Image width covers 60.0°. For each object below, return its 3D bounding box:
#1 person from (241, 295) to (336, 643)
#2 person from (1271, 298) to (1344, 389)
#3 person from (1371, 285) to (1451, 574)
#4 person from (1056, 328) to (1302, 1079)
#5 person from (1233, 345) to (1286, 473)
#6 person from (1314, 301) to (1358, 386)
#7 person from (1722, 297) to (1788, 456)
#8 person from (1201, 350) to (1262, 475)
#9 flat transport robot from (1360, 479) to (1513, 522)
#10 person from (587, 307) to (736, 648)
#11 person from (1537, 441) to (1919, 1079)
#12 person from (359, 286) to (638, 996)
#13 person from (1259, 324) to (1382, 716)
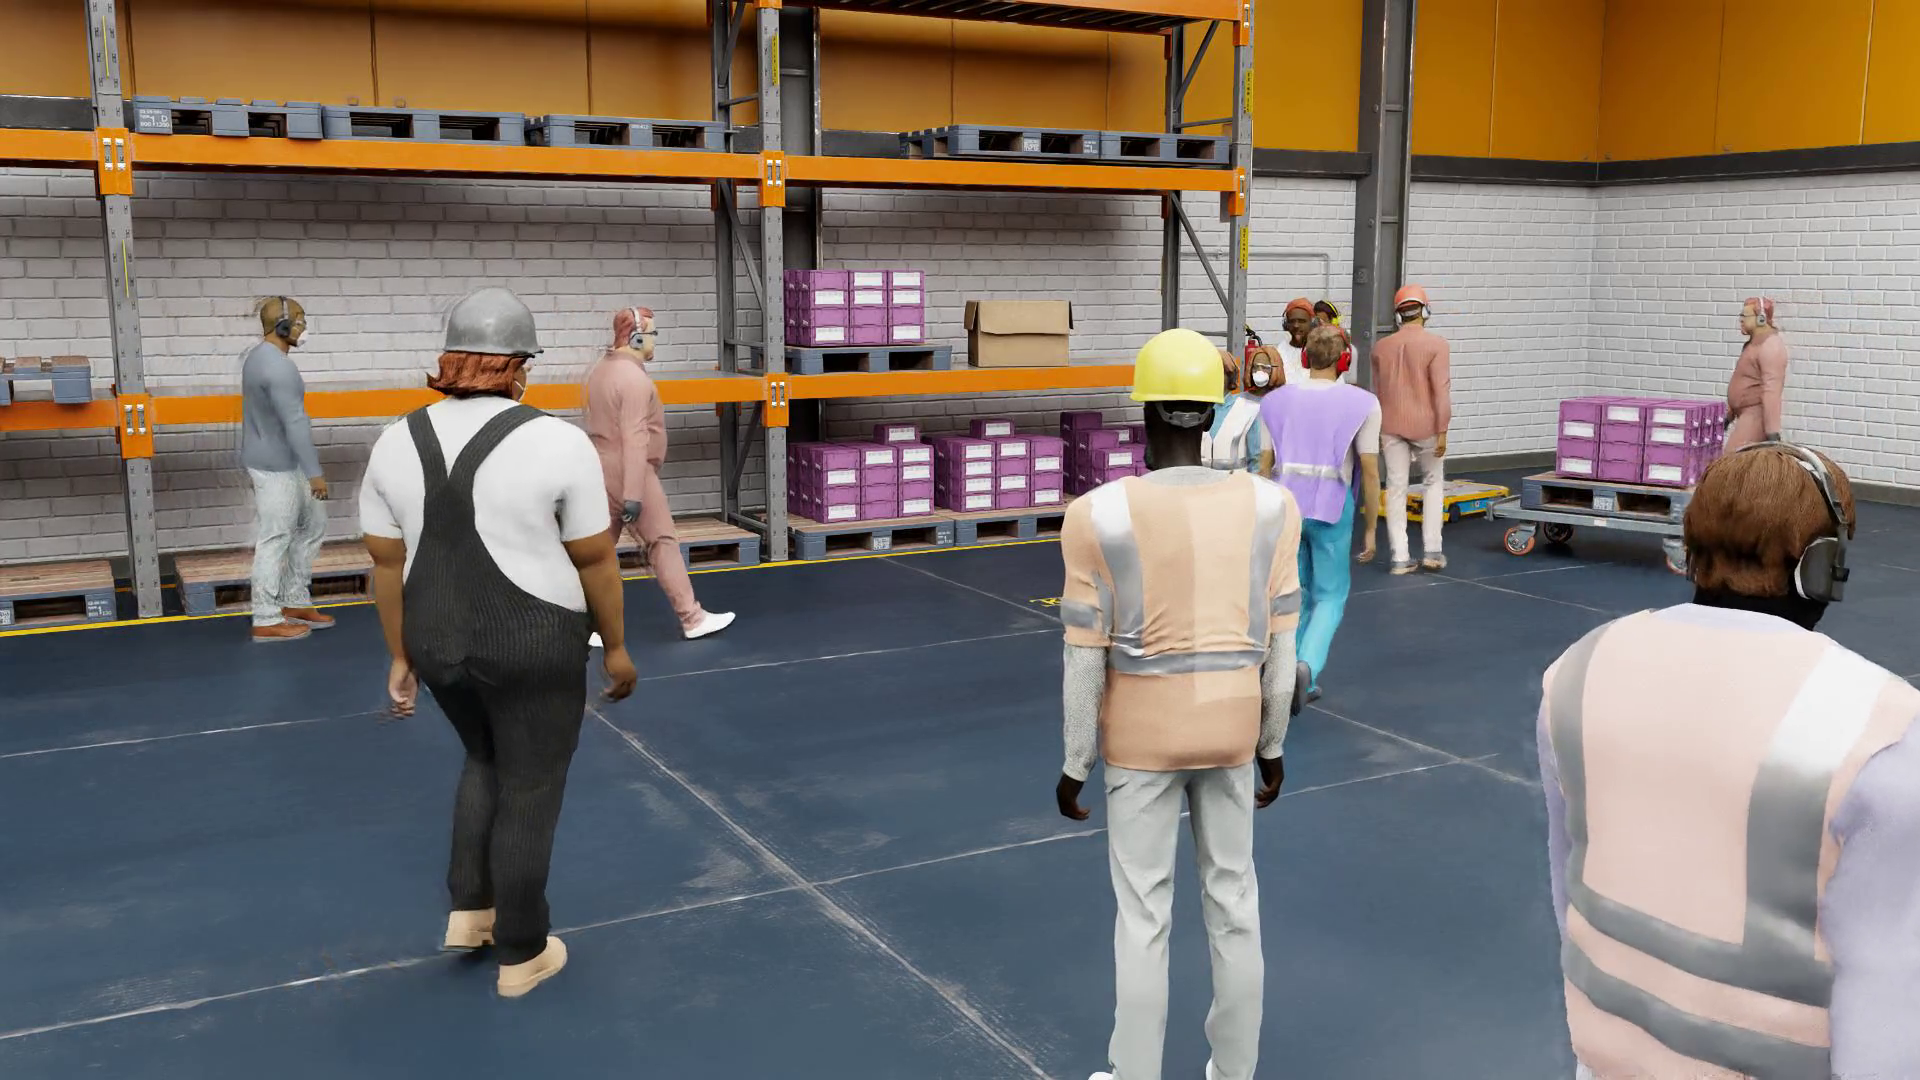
[{"bbox_3d":[-3.698,-0.387,9.215,0.620,1.915,0.630,-5,10,-27],"label":"person"},{"bbox_3d":[2.244,-0.677,11.152,0.614,1.854,0.825,4,10,23],"label":"person"},{"bbox_3d":[3.073,-0.754,11.372,0.619,1.944,0.627,7,11,35],"label":"person"},{"bbox_3d":[0.511,0.468,3.969,0.585,1.928,0.378,-2,10,-11],"label":"person"},{"bbox_3d":[1.711,-0.290,9.473,0.500,1.636,0.281,5,10,26],"label":"person"},{"bbox_3d":[2.608,-0.832,12.231,0.527,1.820,0.939,9,13,42],"label":"person"},{"bbox_3d":[6.097,-0.932,12.773,1.030,1.851,0.644,4,10,22],"label":"person"},{"bbox_3d":[1.364,-0.197,8.898,0.522,1.640,0.306,3,10,19],"label":"person"},{"bbox_3d":[4.046,-0.335,13.897,1.431,0.197,0.652,-8,12,-40],"label":"flat transport robot"},{"bbox_3d":[-1.762,-0.332,9.063,0.985,1.854,0.656,-6,11,-34],"label":"person"},{"bbox_3d":[1.223,0.759,2.509,0.741,1.819,0.659,-5,11,-30],"label":"person"},{"bbox_3d":[-1.284,0.275,4.798,0.691,2.000,0.543,3,10,19],"label":"person"},{"bbox_3d":[1.608,-0.075,7.631,0.576,1.819,0.672,5,11,29],"label":"person"}]
